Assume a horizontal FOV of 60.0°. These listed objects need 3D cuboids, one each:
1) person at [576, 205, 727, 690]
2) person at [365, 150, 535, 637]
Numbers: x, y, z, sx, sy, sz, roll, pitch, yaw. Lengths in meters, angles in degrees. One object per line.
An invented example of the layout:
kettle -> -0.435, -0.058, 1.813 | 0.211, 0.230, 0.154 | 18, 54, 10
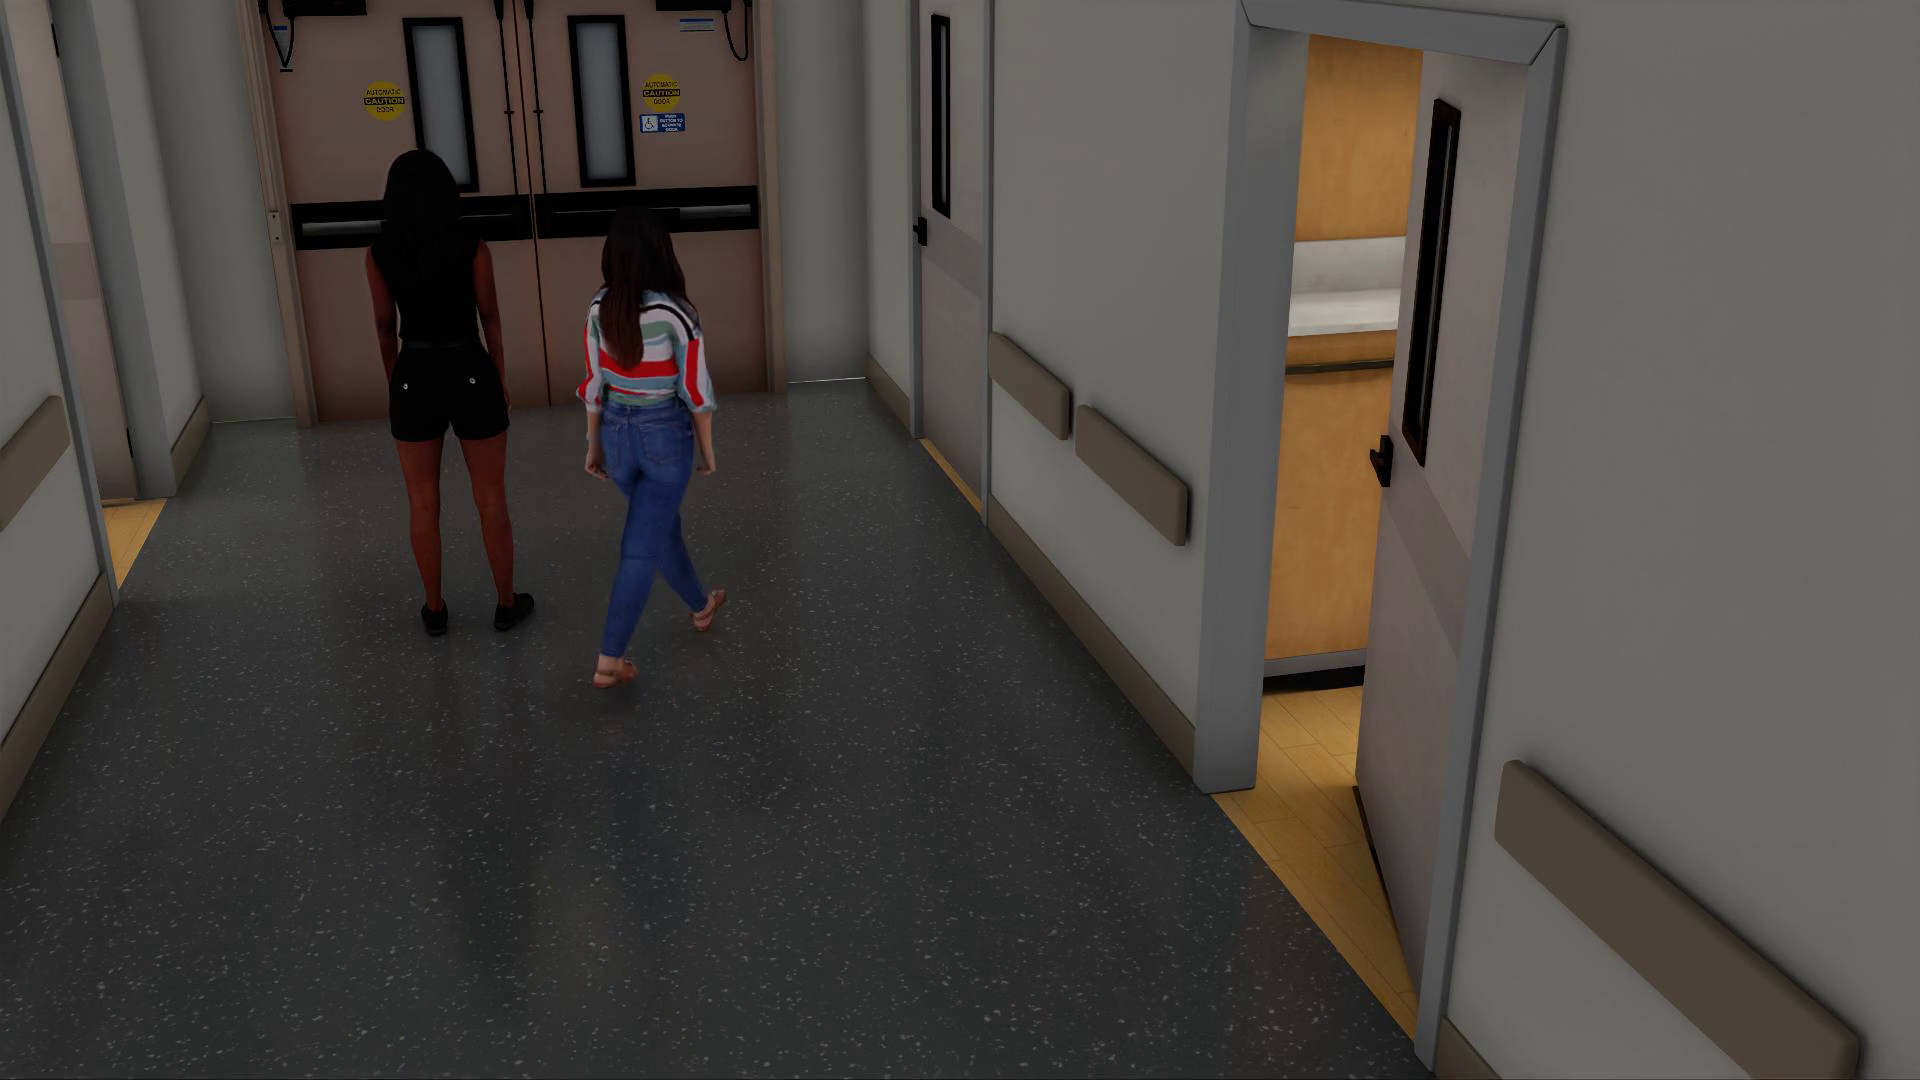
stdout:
person -> -1.073, -0.256, 5.502 | 1.013, 1.565, 1.146 | 8, 22, 19
person -> -1.824, -0.504, 5.907 | 0.610, 1.741, 0.549 | -3, 21, -8
